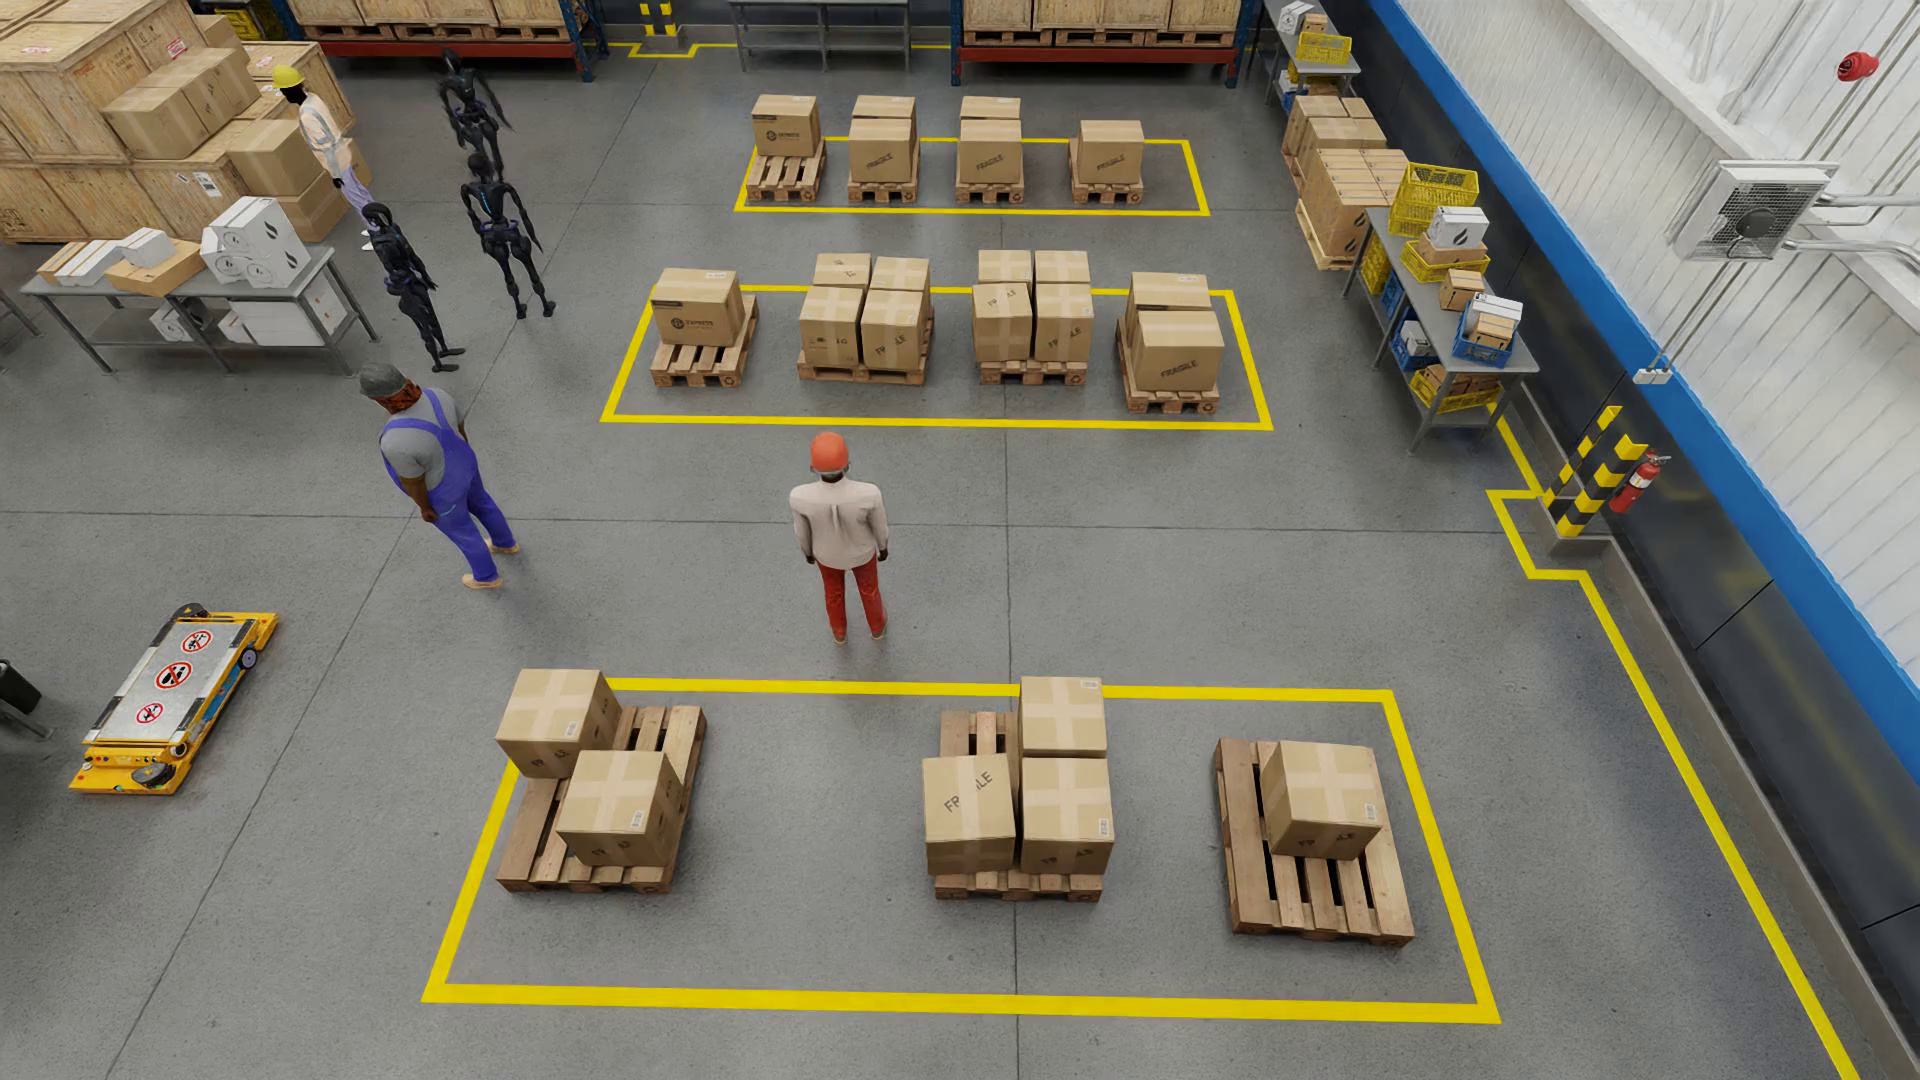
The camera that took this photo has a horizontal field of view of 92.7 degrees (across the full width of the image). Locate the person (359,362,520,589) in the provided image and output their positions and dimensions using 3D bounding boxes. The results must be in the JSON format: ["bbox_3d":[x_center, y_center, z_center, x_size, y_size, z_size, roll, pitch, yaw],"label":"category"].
[{"bbox_3d":[-3.761,-0.459,6.596,0.536,2.000,0.676,4,50,4],"label":"person"}]

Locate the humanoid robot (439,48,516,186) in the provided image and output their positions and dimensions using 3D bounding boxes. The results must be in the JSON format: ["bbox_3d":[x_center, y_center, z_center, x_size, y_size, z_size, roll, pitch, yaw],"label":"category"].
[{"bbox_3d":[-5.475,-4.750,10.471,0.521,1.642,0.577,31,56,24],"label":"humanoid robot"}]

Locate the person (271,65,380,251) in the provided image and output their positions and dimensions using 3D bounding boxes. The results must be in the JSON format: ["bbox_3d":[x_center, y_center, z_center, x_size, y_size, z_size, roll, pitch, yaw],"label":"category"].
[{"bbox_3d":[-6.610,-3.999,9.664,0.373,1.925,0.593,-16,52,-14],"label":"person"}]

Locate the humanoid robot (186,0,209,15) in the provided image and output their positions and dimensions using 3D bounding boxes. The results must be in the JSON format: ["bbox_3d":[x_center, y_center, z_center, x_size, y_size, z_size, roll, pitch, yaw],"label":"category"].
[{"bbox_3d":[-9.846,-6.456,11.907,0.569,1.651,0.337,-26,55,-21],"label":"humanoid robot"}]

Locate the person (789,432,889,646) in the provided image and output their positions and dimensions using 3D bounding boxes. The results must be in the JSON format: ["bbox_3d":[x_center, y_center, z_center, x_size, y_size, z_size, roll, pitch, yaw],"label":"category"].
[{"bbox_3d":[-0.777,0.044,6.199,0.607,1.996,0.376,-3,50,-3],"label":"person"}]

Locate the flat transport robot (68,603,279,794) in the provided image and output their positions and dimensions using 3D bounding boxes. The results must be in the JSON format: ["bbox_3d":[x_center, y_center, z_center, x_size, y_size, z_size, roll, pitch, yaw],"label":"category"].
[{"bbox_3d":[-5.504,1.072,6.442,0.652,0.197,1.431,1,50,1],"label":"flat transport robot"}]

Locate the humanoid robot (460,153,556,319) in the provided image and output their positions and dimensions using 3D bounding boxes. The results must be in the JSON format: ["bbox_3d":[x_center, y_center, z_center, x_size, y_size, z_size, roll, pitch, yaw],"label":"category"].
[{"bbox_3d":[-4.425,-2.950,8.940,0.564,1.650,0.350,-5,50,-4],"label":"humanoid robot"}]

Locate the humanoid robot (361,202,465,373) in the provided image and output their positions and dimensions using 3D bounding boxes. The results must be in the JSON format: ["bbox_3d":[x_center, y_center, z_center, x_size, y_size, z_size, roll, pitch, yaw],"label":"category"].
[{"bbox_3d":[-5.006,-2.295,8.387,0.320,1.658,0.582,-6,50,-5],"label":"humanoid robot"}]
